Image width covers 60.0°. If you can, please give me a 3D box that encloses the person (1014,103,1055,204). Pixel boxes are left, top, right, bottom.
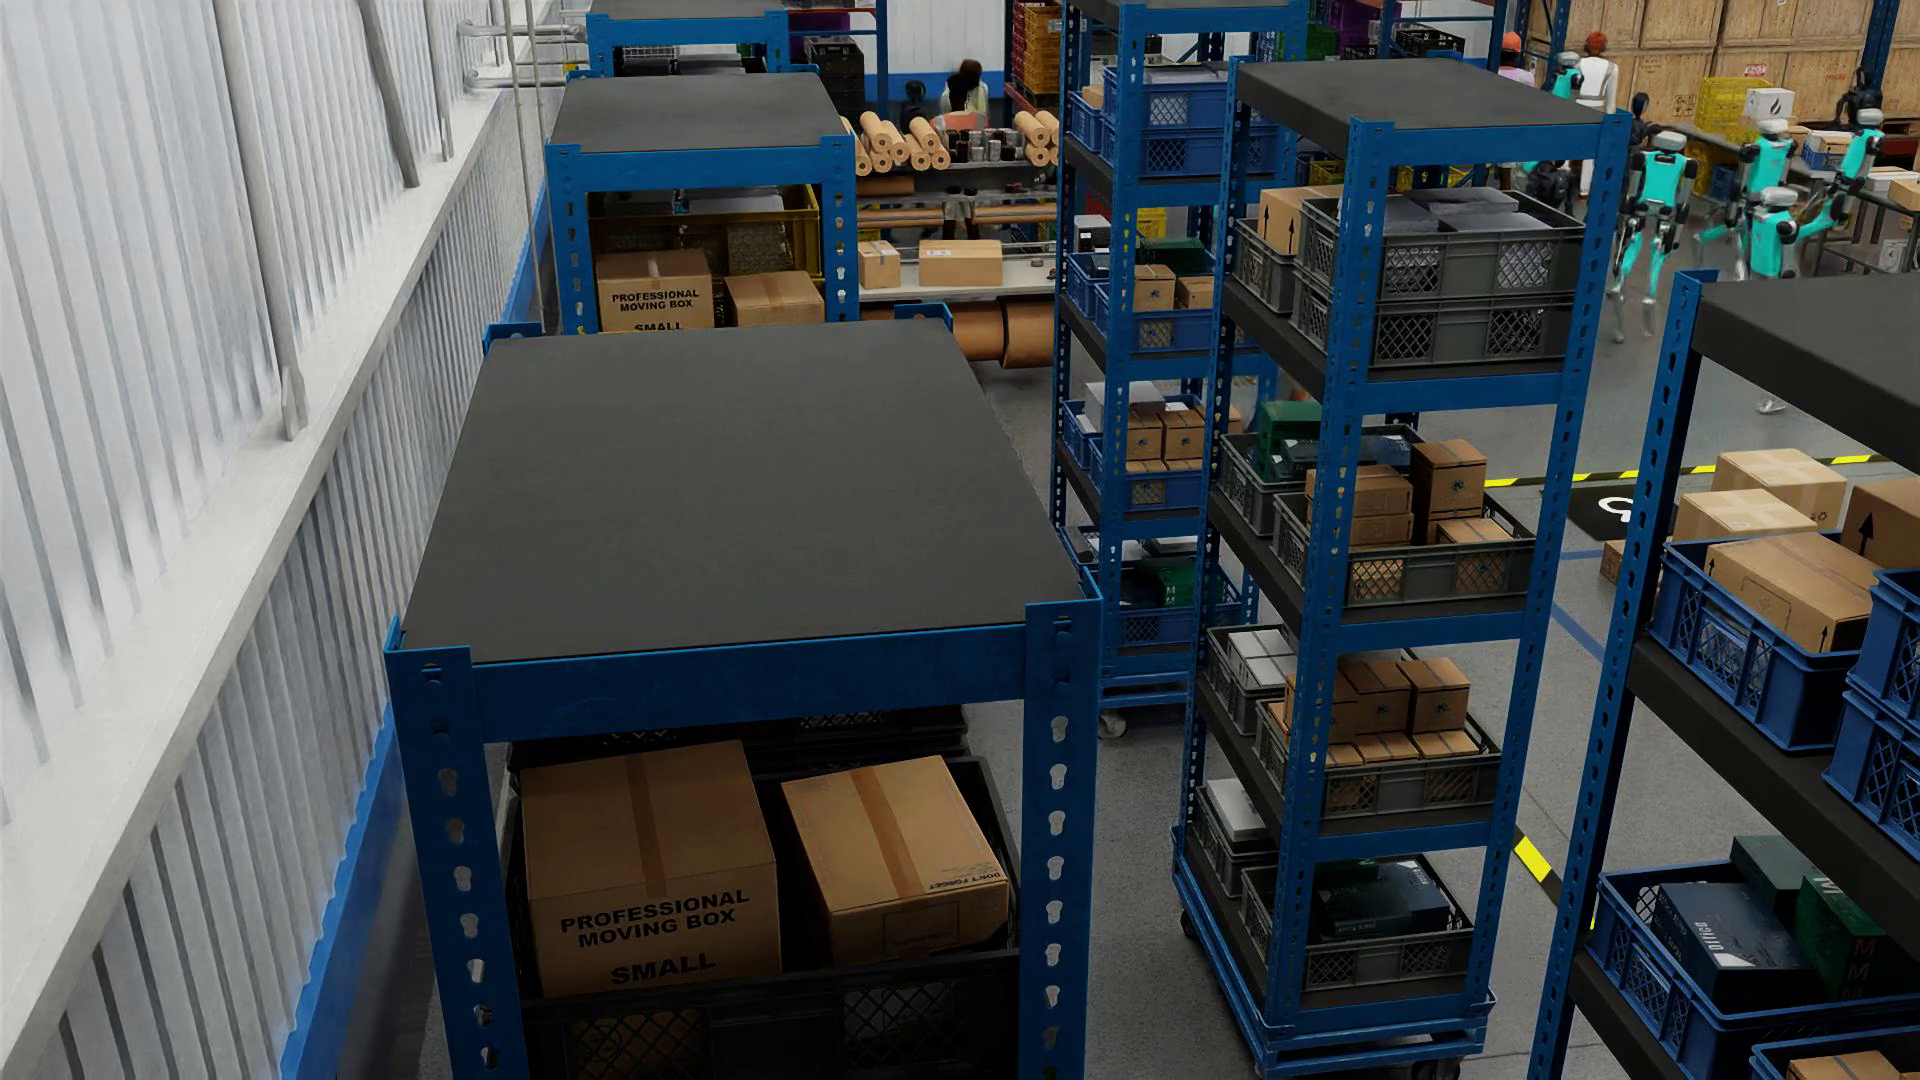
[{"bbox_3d":[0.801,-4.589,18.412,0.446,1.810,0.620,17,30,33],"label":"person"}]

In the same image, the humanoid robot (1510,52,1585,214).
[{"bbox_3d":[6.280,-4.371,18.063,0.753,1.786,0.533,-2,25,-5],"label":"humanoid robot"}]

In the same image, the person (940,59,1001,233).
[{"bbox_3d":[0.136,-4.062,17.278,0.659,1.813,0.661,-17,30,-32],"label":"person"}]

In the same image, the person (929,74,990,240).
[{"bbox_3d":[-0.015,-3.349,15.549,0.605,1.965,0.368,-7,26,-16],"label":"person"}]

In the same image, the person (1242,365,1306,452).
[{"bbox_3d":[2.056,-1.131,10.933,0.978,1.801,0.597,-9,26,-18],"label":"person"}]

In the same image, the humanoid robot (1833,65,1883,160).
[{"bbox_3d":[9.599,-4.242,17.830,0.601,1.654,0.340,-5,25,-10],"label":"humanoid robot"}]

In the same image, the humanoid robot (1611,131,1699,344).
[{"bbox_3d":[5.741,-2.474,13.944,0.542,1.791,0.725,14,28,28],"label":"humanoid robot"}]

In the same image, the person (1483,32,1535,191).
[{"bbox_3d":[5.653,-4.276,17.473,0.603,2.044,0.372,6,25,13],"label":"person"}]

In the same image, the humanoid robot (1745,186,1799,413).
[{"bbox_3d":[6.155,-1.726,12.349,0.816,1.810,0.536,-3,25,-7],"label":"humanoid robot"}]

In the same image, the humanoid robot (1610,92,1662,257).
[{"bbox_3d":[6.543,-3.561,16.342,0.601,1.647,0.384,11,27,23],"label":"humanoid robot"}]

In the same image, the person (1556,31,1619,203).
[{"bbox_3d":[7.008,-4.723,18.639,0.627,1.875,0.426,5,25,10],"label":"person"}]

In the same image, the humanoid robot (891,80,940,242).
[{"bbox_3d":[-0.532,-3.887,17.120,0.731,1.625,0.588,-13,28,-26],"label":"humanoid robot"}]

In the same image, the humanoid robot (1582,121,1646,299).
[{"bbox_3d":[5.984,-3.022,15.183,0.591,1.640,0.484,-5,25,-11],"label":"humanoid robot"}]

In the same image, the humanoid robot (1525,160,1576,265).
[{"bbox_3d":[5.018,-2.613,14.309,0.610,1.654,0.490,-11,27,-23],"label":"humanoid robot"}]

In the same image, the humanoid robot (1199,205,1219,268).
[{"bbox_3d":[2.385,-3.373,15.965,0.530,1.785,1.053,-5,25,-10],"label":"humanoid robot"}]

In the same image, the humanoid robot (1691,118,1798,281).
[{"bbox_3d":[6.999,-2.995,15.097,0.554,1.771,0.979,-7,26,-15],"label":"humanoid robot"}]

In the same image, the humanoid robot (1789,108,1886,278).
[{"bbox_3d":[7.810,-3.030,15.131,0.813,1.771,0.567,5,25,10],"label":"humanoid robot"}]
